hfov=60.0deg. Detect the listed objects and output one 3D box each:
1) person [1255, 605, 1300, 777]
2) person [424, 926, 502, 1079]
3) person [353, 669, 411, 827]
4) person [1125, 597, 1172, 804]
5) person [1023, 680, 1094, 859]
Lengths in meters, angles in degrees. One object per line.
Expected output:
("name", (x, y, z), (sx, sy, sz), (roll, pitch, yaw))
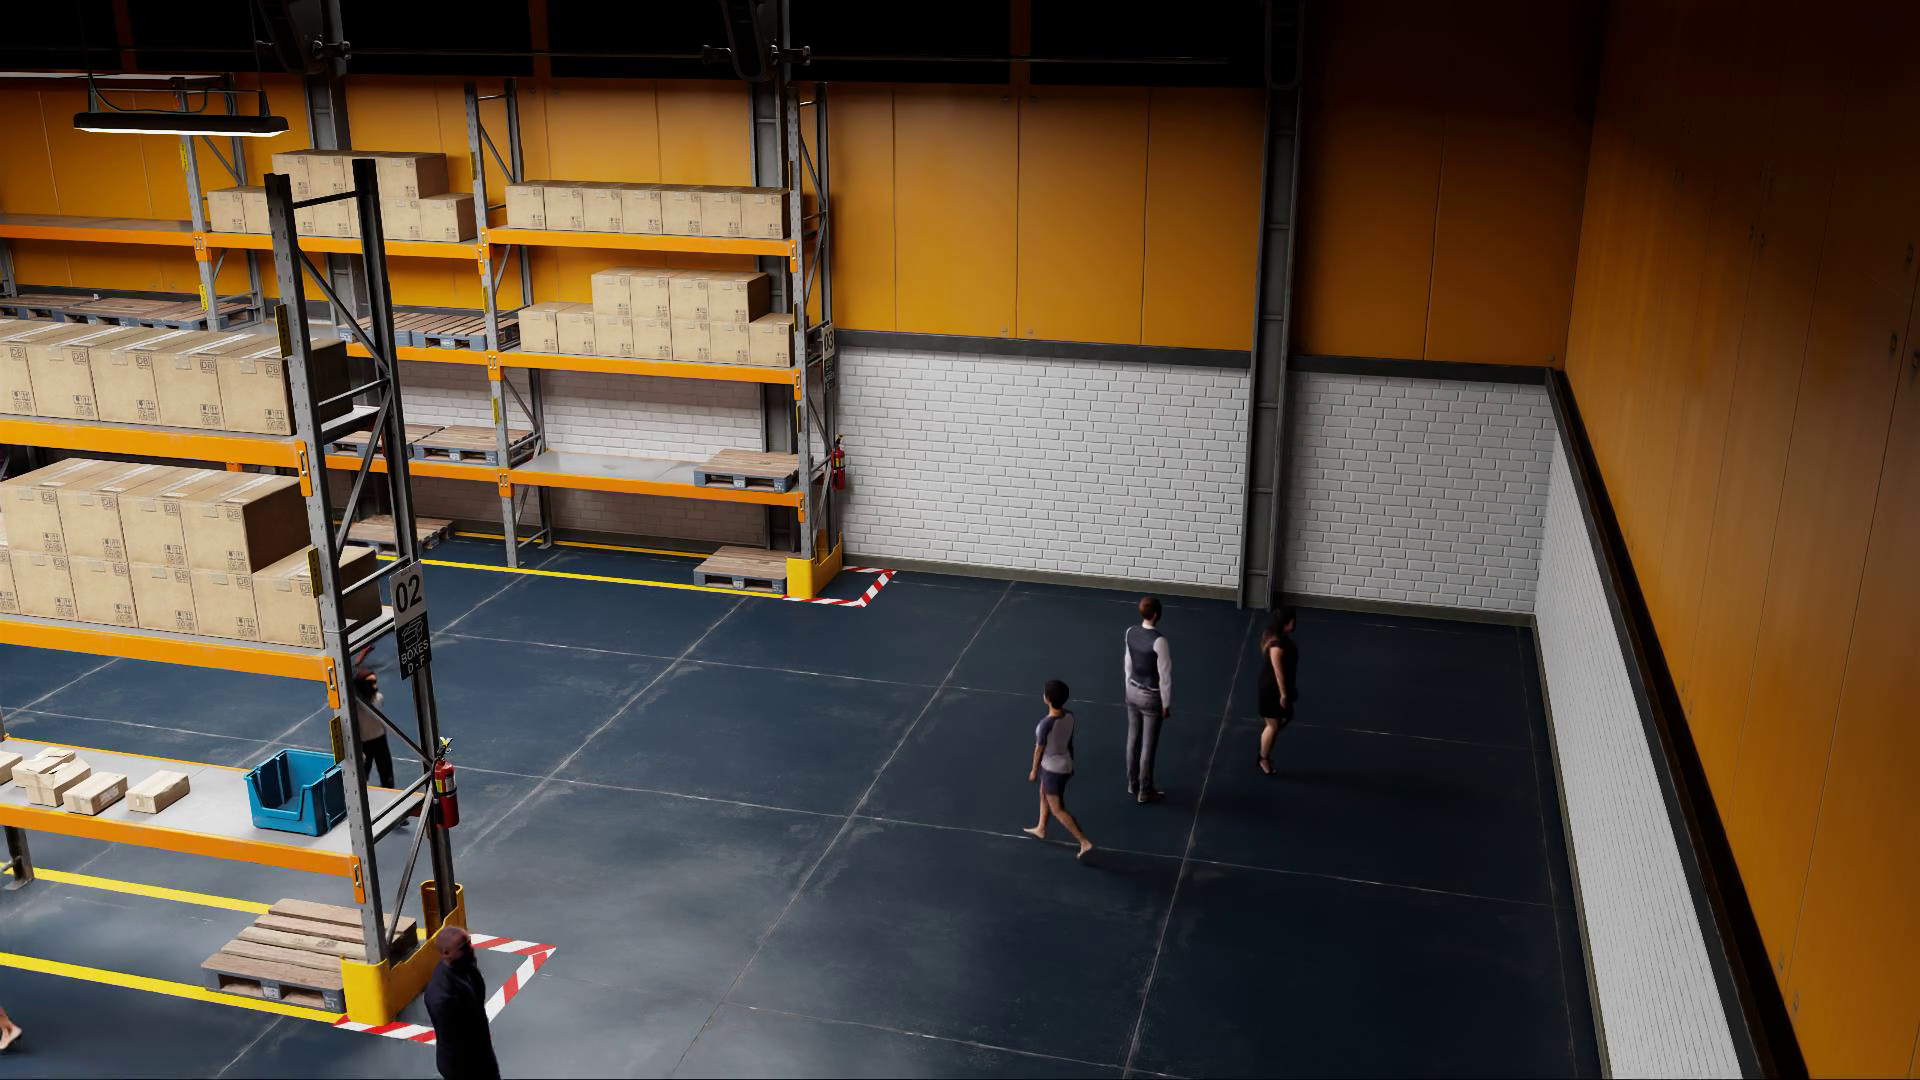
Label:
("person", (2.851, 1.401, 15.468), (0.687, 1.702, 0.717), (1, 19, 4))
("person", (-3.086, 3.156, 10.111), (1.158, 1.795, 0.851), (1, 19, 3))
("person", (-5.240, 1.813, 14.622), (1.054, 1.461, 0.769), (13, 23, 34))
("person", (1.674, 1.415, 15.046), (0.826, 1.945, 0.738), (-14, 23, -37))
("person", (0.864, 1.959, 14.083), (1.086, 1.528, 0.821), (13, 23, 35))
